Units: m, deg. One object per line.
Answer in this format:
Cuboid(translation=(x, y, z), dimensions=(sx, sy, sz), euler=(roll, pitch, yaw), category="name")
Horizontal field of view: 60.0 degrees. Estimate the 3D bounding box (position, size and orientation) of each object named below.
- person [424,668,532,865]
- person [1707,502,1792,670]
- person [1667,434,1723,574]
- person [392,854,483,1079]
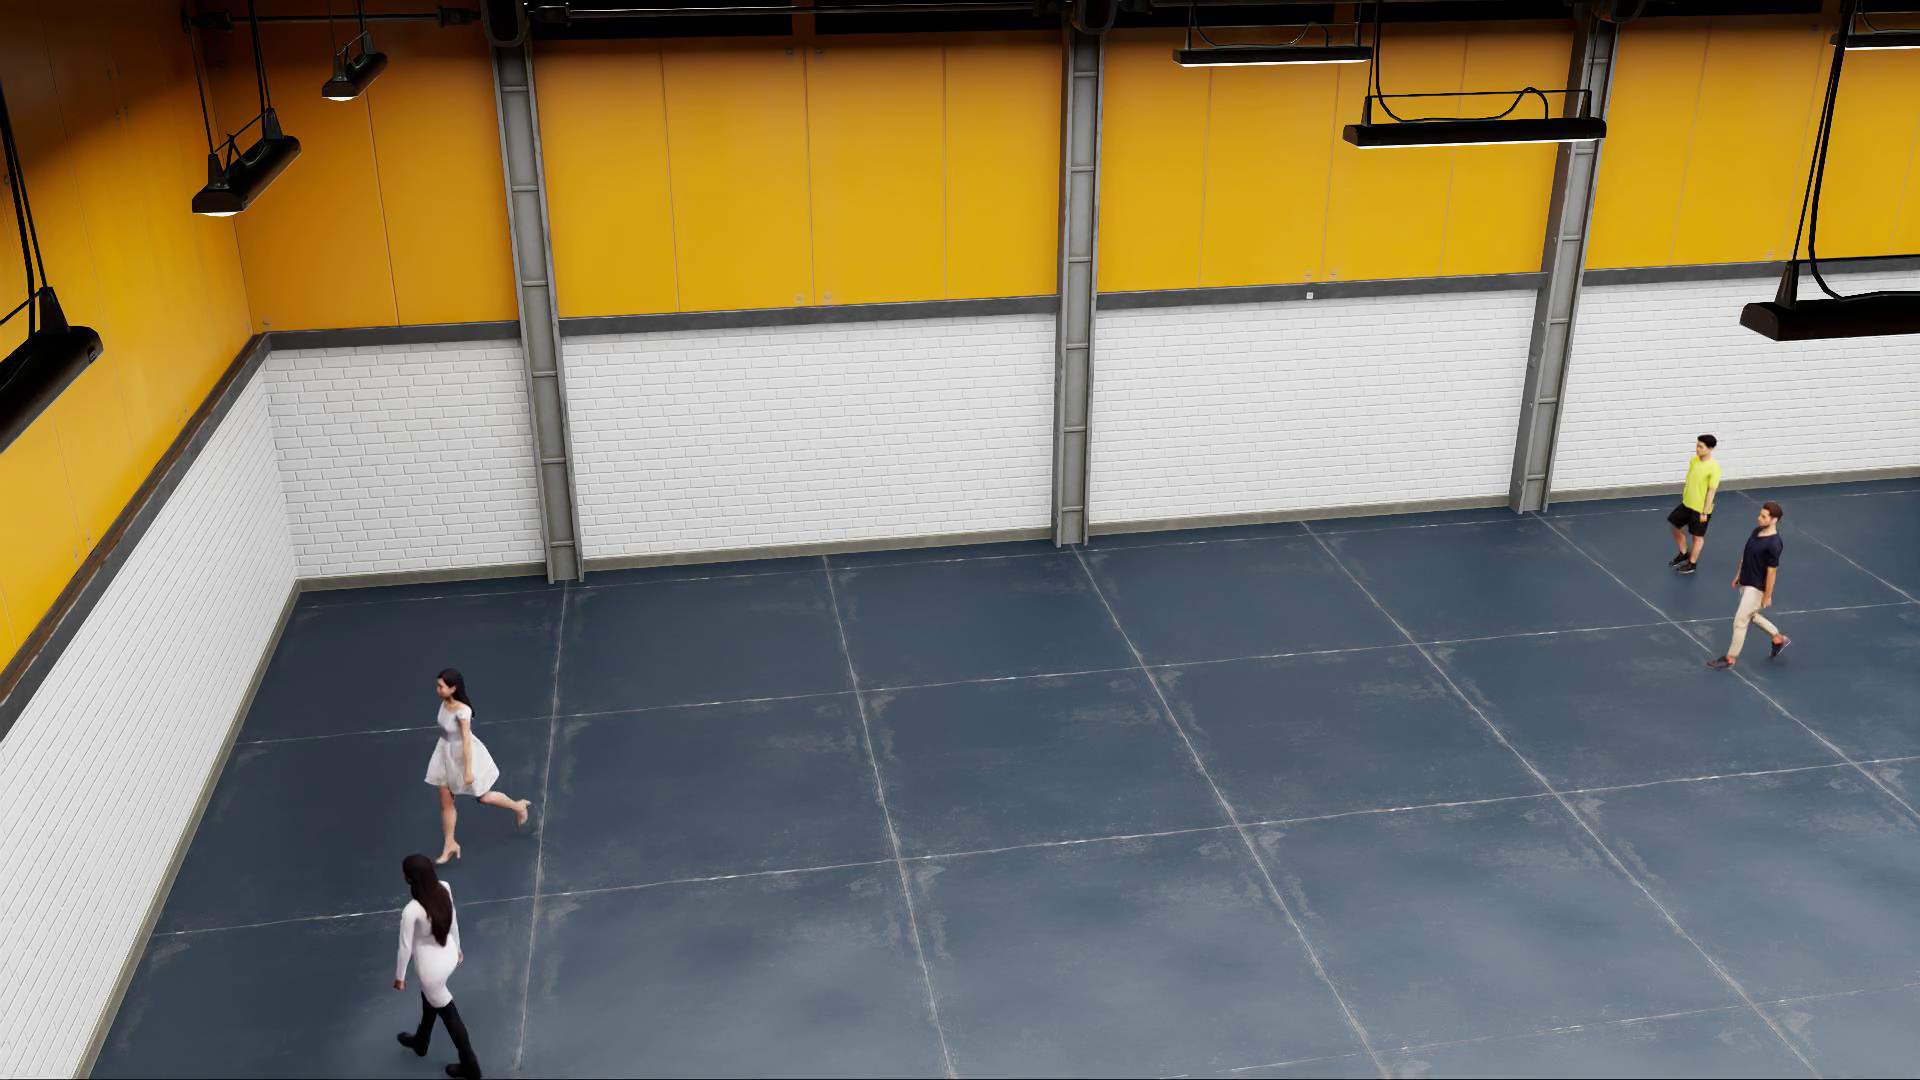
Cuboid(translation=(-4.081, 1.860, 13.871), dimensions=(1.197, 1.745, 0.972), euler=(-18, 30, -36), category="person")
Cuboid(translation=(8.170, 0.475, 16.927), dimensions=(1.148, 1.835, 0.794), euler=(1, 24, 2), category="person")
Cuboid(translation=(8.558, -0.433, 19.170), dimensions=(0.667, 1.702, 0.693), euler=(-7, 25, -17), category="person")
Cuboid(translation=(-3.497, 2.950, 11.330), dimensions=(1.073, 1.783, 0.912), euler=(7, 25, 17), category="person")
